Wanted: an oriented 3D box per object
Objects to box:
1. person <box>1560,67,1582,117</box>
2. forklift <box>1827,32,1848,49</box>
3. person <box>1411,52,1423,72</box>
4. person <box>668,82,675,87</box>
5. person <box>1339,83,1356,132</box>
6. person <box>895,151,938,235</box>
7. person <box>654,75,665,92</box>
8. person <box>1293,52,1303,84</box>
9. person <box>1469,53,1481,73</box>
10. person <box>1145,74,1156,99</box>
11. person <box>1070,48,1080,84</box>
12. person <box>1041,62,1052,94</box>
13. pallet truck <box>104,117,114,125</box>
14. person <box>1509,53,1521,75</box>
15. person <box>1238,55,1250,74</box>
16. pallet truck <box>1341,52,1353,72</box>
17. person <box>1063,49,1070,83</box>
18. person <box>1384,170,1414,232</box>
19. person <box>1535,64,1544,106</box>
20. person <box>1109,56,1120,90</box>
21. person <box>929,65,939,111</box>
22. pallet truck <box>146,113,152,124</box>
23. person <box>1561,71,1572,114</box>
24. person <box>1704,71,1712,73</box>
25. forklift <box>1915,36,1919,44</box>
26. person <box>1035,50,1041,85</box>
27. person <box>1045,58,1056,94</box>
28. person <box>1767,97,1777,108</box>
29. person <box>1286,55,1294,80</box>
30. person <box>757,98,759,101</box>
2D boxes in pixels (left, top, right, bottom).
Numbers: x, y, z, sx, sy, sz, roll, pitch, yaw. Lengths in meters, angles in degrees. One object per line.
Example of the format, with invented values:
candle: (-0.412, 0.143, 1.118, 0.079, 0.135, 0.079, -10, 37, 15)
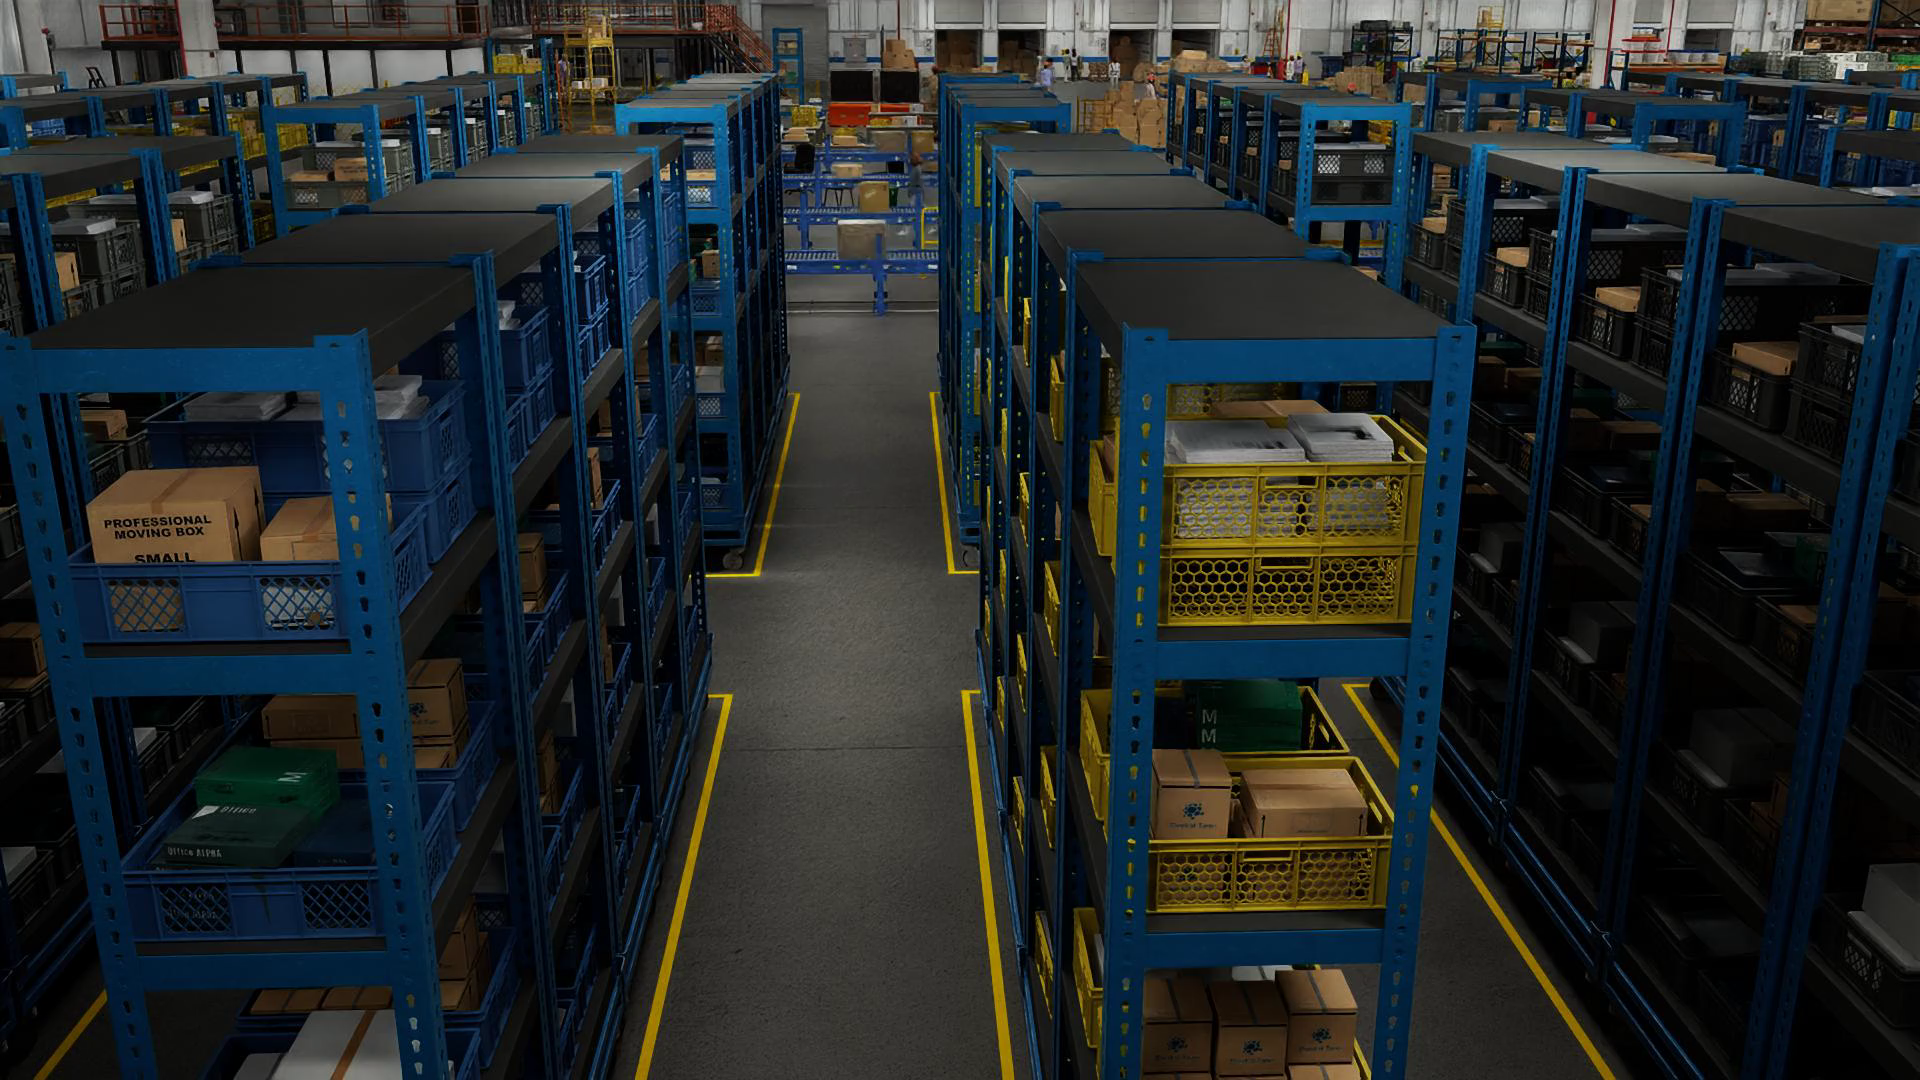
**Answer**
person: (24.127, -17.524, 65.046, 0.988, 1.918, 0.619, 3, 18, 10)
forklift: (46.024, -25.320, 87.618, 1.129, 2.768, 1.873, -1, 18, -2)
person: (23.023, -23.579, 83.721, 0.617, 1.946, 0.393, 15, 23, 39)
person: (-9.700, -14.566, 56.158, 0.290, 1.746, 0.487, -2, 18, -7)
person: (11.749, -12.701, 49.985, 0.637, 1.987, 1.027, 1, 18, 4)
person: (-0.807, -6.661, 31.951, 0.864, 1.587, 0.514, -3, 18, -9)
person: (-11.017, -16.053, 60.683, 0.901, 1.786, 0.624, 1, 18, 3)
person: (17.011, -23.574, 83.756, 0.582, 1.919, 0.388, -10, 21, -29)
person: (24.815, -22.606, 80.562, 0.986, 2.000, 0.684, -9, 20, -26)
person: (6.439, -14.725, 56.249, 0.376, 1.995, 0.612, -5, 19, -16)
person: (6.390, -26.250, 92.074, 0.601, 1.897, 0.736, 9, 20, 27)
person: (3.697, -19.497, 71.192, 0.559, 1.896, 0.998, -9, 20, -25)
pallet truck: (-18.367, -7.885, 35.078, 1.885, 1.965, 0.823, 1, 18, 2)
person: (27.691, -23.310, 83.018, 0.598, 1.872, 1.006, 2, 18, 6)
person: (13.394, -21.847, 78.376, 0.627, 1.941, 0.373, -7, 19, -20)
pallet truck: (18.794, -23.123, 82.231, 0.823, 1.965, 1.885, -13, 22, -35)
person: (5.947, -26.330, 92.405, 0.430, 1.845, 0.619, -1, 18, -3)
person: (7.038, -5.022, 26.479, 0.586, 1.835, 0.403, -4, 18, -11)
person: (24.077, -18.866, 69.291, 0.511, 1.859, 0.322, -10, 21, -29)
person: (7.303, -21.910, 78.661, 0.584, 1.882, 0.346, -6, 19, -17)
person: (-1.032, -17.988, 66.461, 0.552, 1.922, 0.474, -14, 23, -37)
pallet truck: (-18.087, -8.309, 36.390, 1.885, 1.965, 0.823, -1, 18, -4)
person: (24.108, -17.747, 66.077, 0.321, 1.695, 0.537, 0, 18, -1)
person: (31.480, -19.177, 70.352, 0.634, 1.804, 0.916, 11, 21, 31)
forklift: (50.200, -25.081, 86.878, 1.129, 2.768, 1.873, -10, 20, -27)
person: (4.266, -25.803, 90.755, 0.426, 1.853, 0.556, 5, 19, 15)
person: (4.101, -21.155, 76.325, 0.975, 1.882, 0.596, -13, 22, -34)
person: (28.271, -15.229, 57.958, 0.494, 1.914, 0.680, 8, 20, 23)
person: (16.007, -22.549, 80.635, 0.362, 1.886, 0.575, -5, 18, -14)
person: (-6.433, -13.647, 53.003, 0.374, 1.935, 0.552, 1, 18, 4)
